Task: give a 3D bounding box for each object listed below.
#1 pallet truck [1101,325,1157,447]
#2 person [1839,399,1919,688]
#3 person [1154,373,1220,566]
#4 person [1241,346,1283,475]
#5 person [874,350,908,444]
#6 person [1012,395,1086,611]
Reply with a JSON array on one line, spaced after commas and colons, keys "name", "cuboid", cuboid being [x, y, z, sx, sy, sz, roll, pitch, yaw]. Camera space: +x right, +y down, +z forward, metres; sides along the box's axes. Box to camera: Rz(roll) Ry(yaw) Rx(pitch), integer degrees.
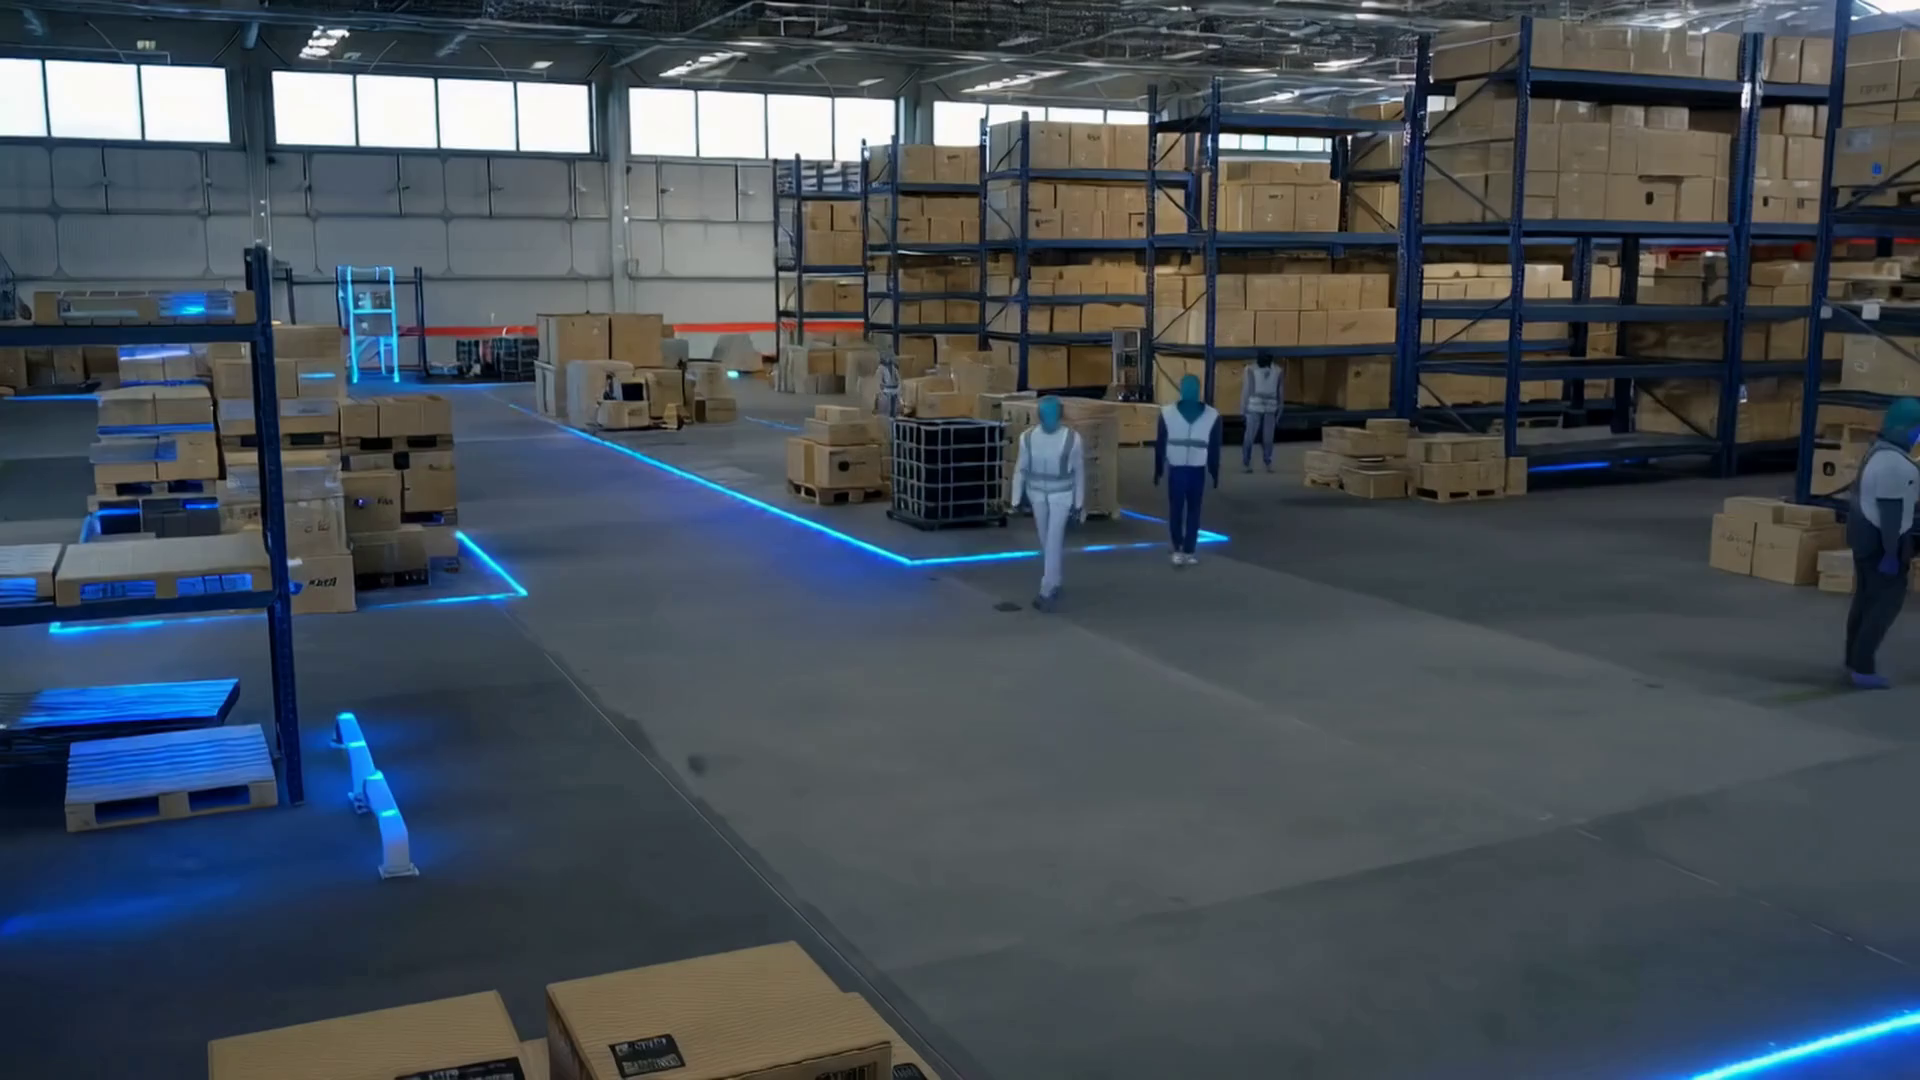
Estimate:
[{"name": "pallet truck", "cuboid": [2.881, -2.596, 27.923, 0.823, 1.965, 1.885, -1, 9, -7]}, {"name": "person", "cuboid": [6.484, 0.006, 11.646, 0.594, 2.000, 0.699, 3, 10, 16]}, {"name": "person", "cuboid": [2.247, -0.688, 16.392, 0.639, 1.897, 0.615, 0, 9, -1]}, {"name": "person", "cuboid": [4.315, -1.843, 23.740, 0.622, 1.844, 0.429, -1, 9, -6]}, {"name": "person", "cuboid": [-1.148, -2.373, 27.772, 0.530, 1.591, 0.852, -6, 11, -35]}, {"name": "person", "cuboid": [0.744, -0.324, 14.332, 0.604, 1.828, 0.971, 4, 10, 22]}]
